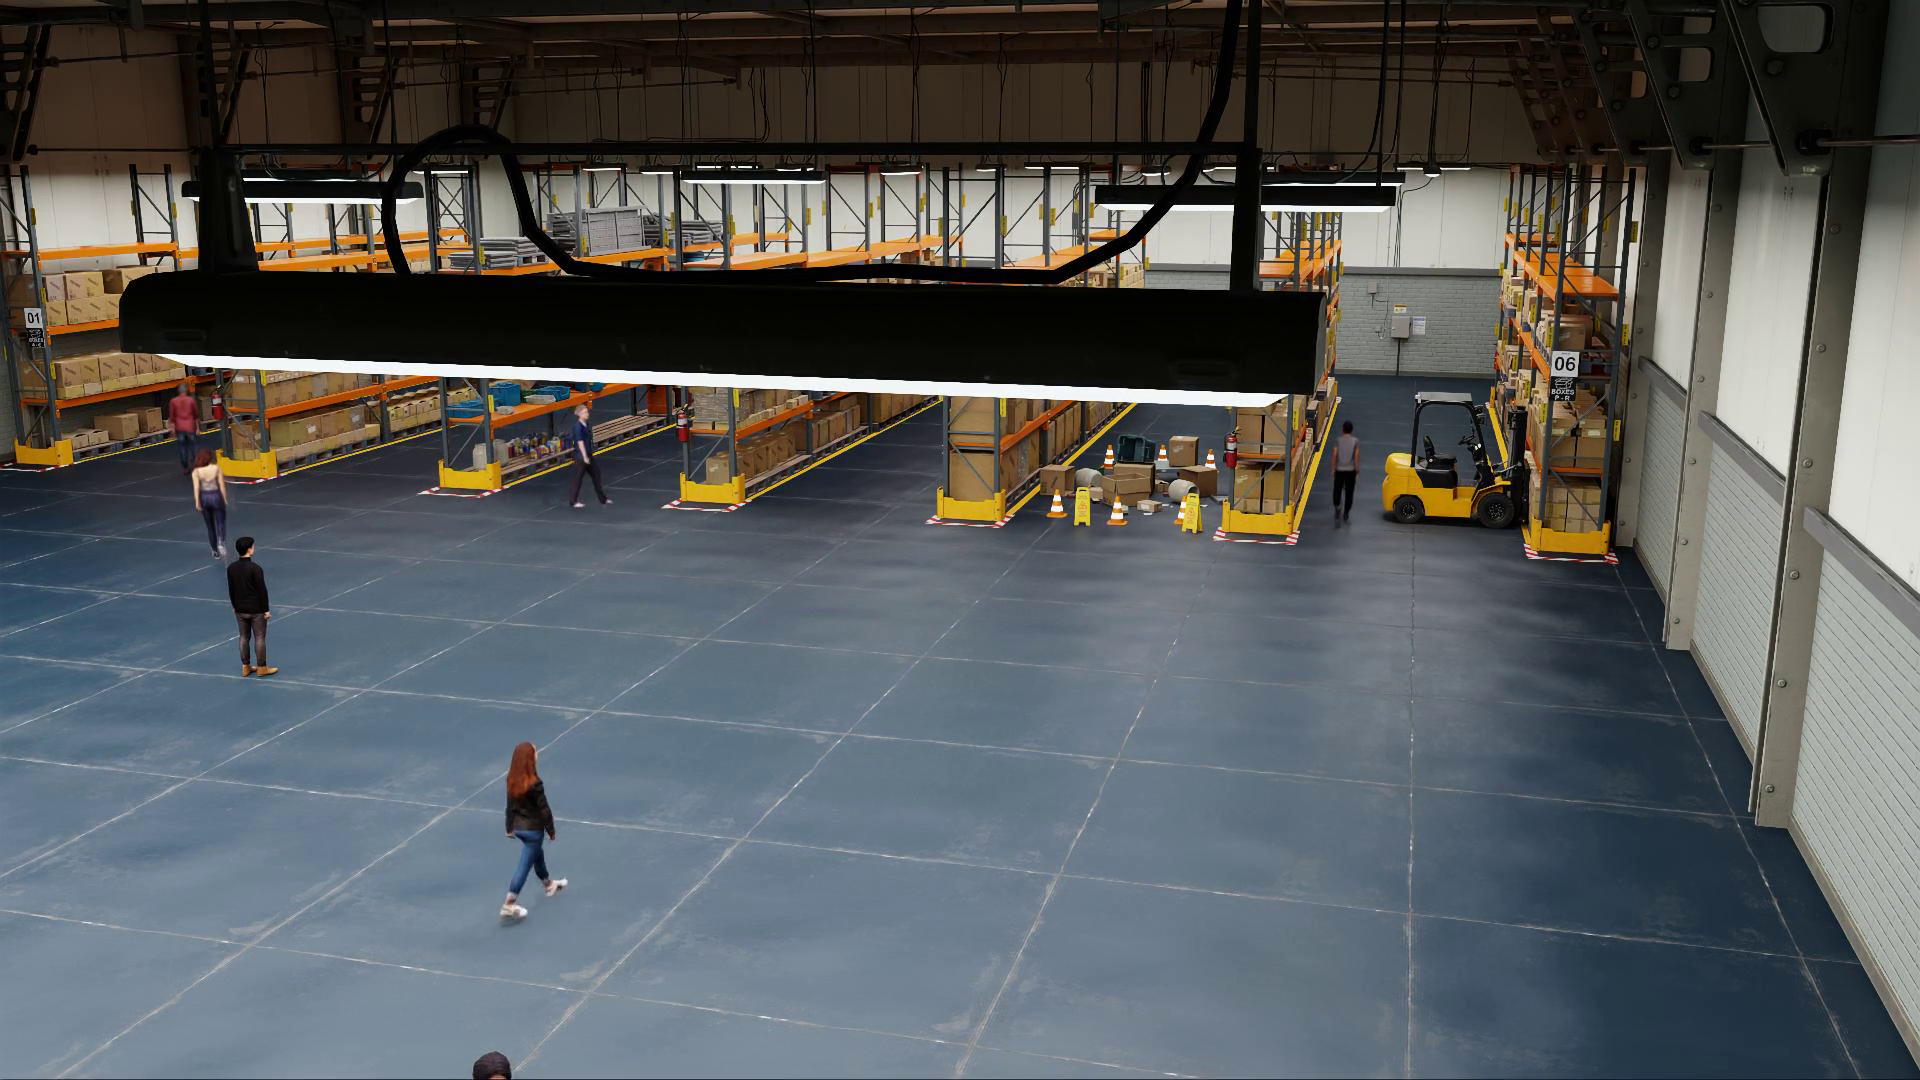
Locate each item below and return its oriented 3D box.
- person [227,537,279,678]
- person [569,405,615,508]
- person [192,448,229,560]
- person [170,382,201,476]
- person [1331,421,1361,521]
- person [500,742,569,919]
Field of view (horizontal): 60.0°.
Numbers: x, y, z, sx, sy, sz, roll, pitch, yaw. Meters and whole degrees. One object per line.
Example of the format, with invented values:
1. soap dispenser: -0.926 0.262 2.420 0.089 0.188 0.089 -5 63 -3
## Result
1. person: -8.610 0.800 20.168 0.647 1.722 0.511 3 13 14
2. person: -6.816 -1.464 29.692 0.728 1.836 0.945 4 14 17
3. person: -11.642 -0.546 25.907 0.812 1.756 0.874 -6 14 -25
4. person: -15.330 -2.197 32.911 0.865 1.813 0.902 -4 14 -17
5. person: 6.642 -1.174 28.659 0.619 1.737 0.892 3 13 14
6. person: -3.624 2.422 13.780 0.803 1.445 1.076 9 16 34
